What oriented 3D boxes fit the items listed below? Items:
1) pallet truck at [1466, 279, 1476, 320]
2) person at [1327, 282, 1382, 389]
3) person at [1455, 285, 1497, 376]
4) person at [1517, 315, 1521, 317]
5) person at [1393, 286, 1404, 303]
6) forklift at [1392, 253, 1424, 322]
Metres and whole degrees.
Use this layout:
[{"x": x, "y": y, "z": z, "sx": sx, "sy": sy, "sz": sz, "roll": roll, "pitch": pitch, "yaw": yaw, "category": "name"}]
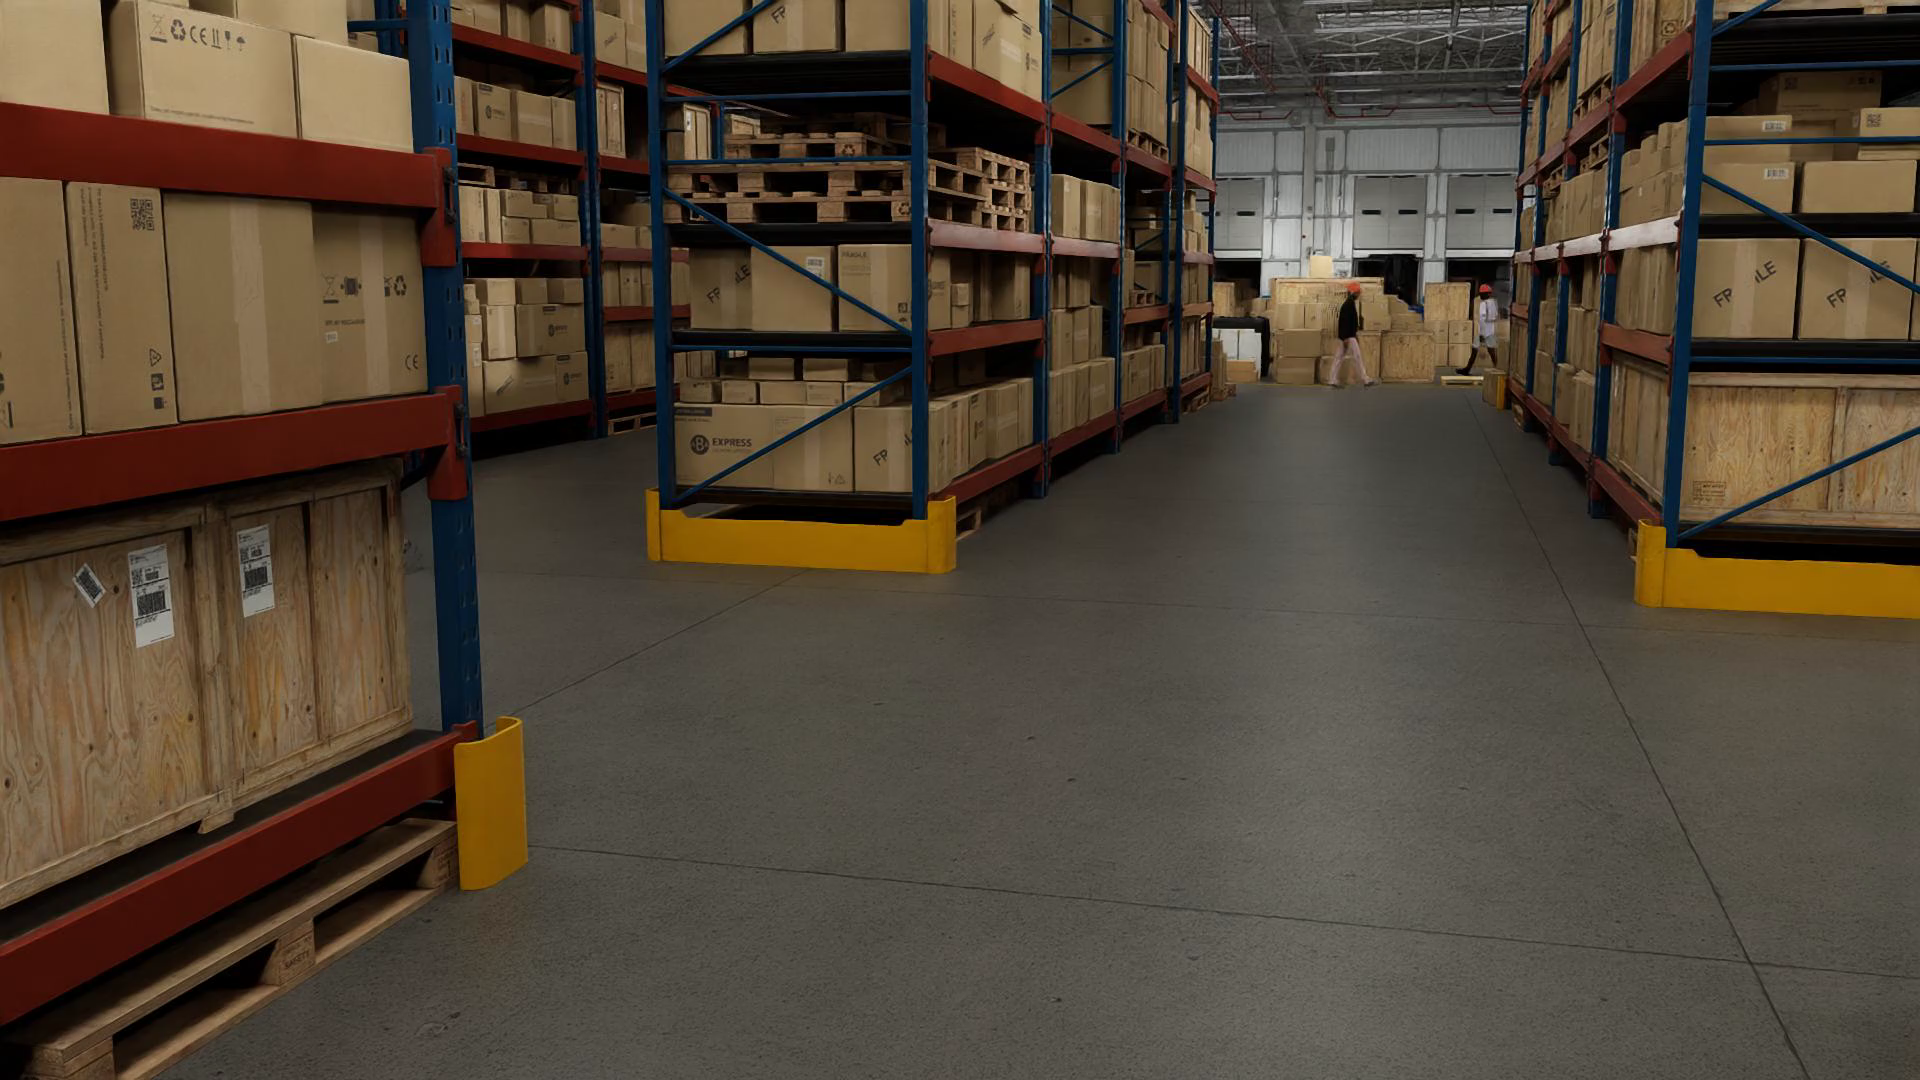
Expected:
[{"x": 18.896, "y": -8.459, "z": 60.307, "sx": 1.885, "sy": 1.965, "sz": 0.823, "roll": 5, "pitch": 10, "yaw": 31, "category": "pallet truck"}, {"x": 7.176, "y": -3.702, "z": 30.224, "sx": 0.992, "sy": 1.943, "sz": 0.635, "roll": 1, "pitch": 9, "yaw": 6, "category": "person"}, {"x": 10.507, "y": -4.190, "z": 33.521, "sx": 0.575, "sy": 1.883, "sz": 0.985, "roll": -8, "pitch": 12, "yaw": -40, "category": "person"}, {"x": 14.148, "y": -5.528, "z": 41.895, "sx": 0.627, "sy": 1.934, "sz": 0.371, "roll": -6, "pitch": 11, "yaw": -35, "category": "person"}, {"x": 9.681, "y": -4.699, "z": 36.915, "sx": 0.429, "sy": 1.842, "sz": 0.630, "roll": -1, "pitch": 9, "yaw": -7, "category": "person"}, {"x": 14.534, "y": -7.989, "z": 54.531, "sx": 1.129, "sy": 2.768, "sz": 1.873, "roll": -9, "pitch": 12, "yaw": -43, "category": "forklift"}]
